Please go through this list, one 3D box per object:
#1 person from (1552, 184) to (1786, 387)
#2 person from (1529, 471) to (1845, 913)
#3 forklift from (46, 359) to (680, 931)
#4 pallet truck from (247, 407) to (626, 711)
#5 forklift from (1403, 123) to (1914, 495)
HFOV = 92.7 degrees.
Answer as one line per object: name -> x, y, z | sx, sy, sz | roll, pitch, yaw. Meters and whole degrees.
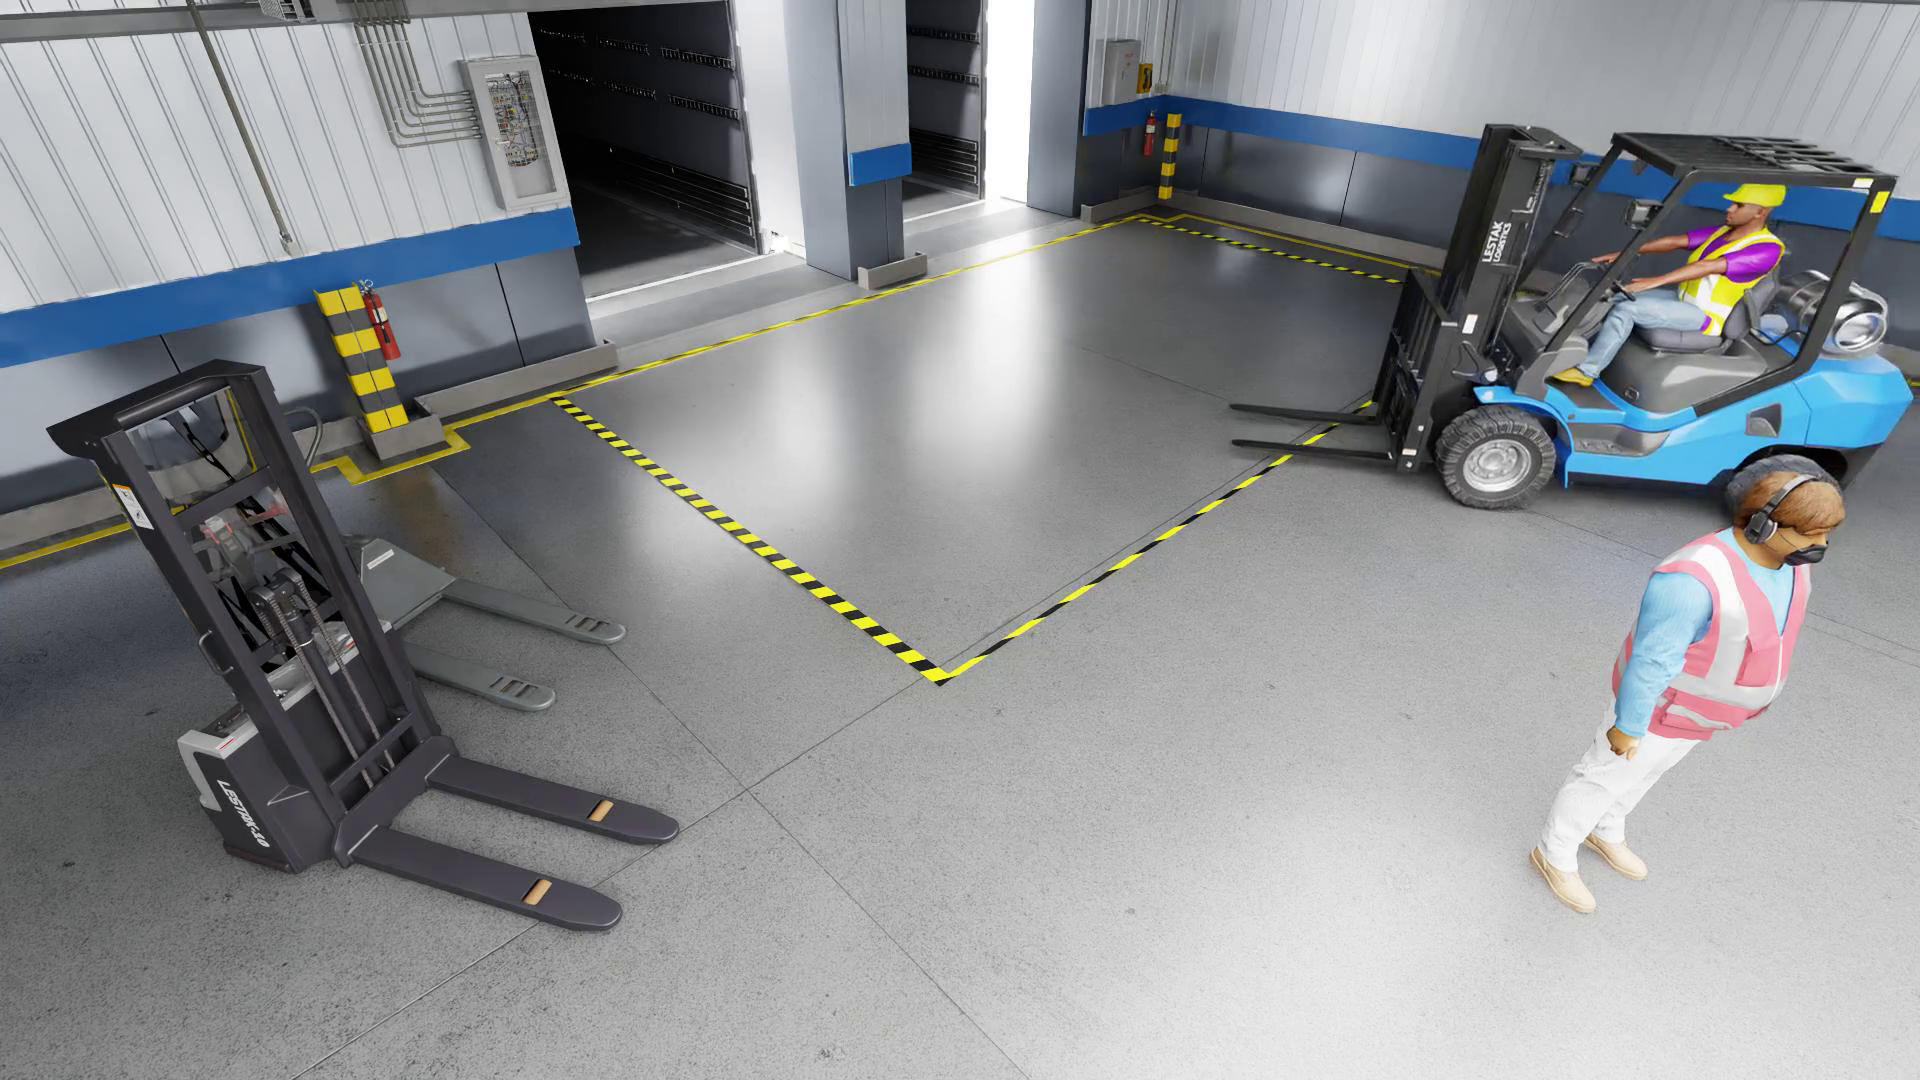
person -> 4.269, -1.578, 5.646 | 1.004, 1.293, 0.635 | 7, 35, 10
person -> 2.555, 0.579, 3.260 | 0.626, 1.844, 0.429 | -15, 37, -21
forklift -> -2.135, 0.422, 3.354 | 1.885, 1.965, 0.823 | 10, 35, 14
pallet truck -> -2.628, 0.038, 4.590 | 1.601, 1.201, 0.680 | 12, 36, 18
forklift -> 4.326, -1.412, 5.735 | 2.680, 2.036, 1.157 | 7, 35, 10
